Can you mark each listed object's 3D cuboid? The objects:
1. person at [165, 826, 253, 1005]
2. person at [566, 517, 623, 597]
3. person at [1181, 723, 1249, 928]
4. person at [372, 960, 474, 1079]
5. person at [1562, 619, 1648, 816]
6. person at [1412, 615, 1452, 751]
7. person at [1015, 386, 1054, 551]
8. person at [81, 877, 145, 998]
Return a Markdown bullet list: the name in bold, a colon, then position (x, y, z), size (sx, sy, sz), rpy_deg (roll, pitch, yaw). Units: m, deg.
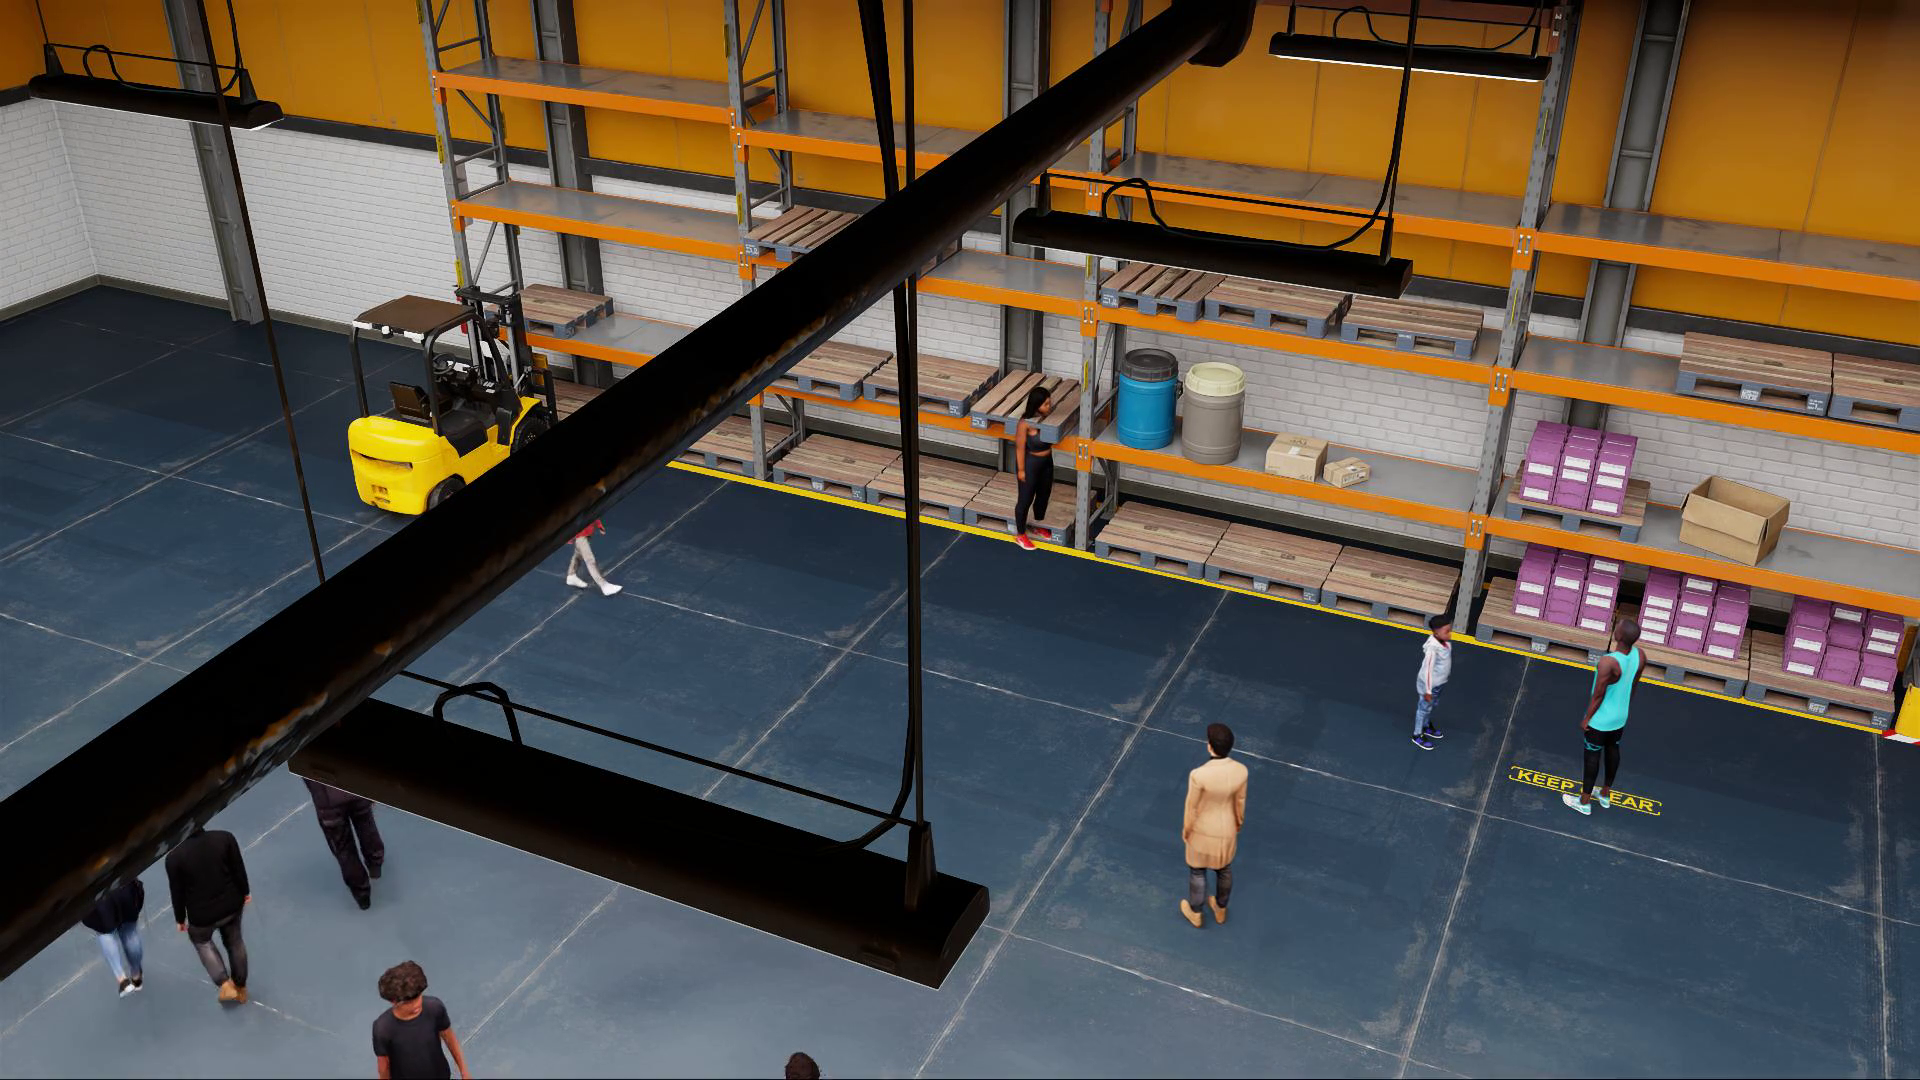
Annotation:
- **person**: position (-5.176, 2.562, 11.572), size (0.785, 1.711, 0.780), rpy_deg (-23, 36, -36)
- **person**: position (-3.875, -0.092, 16.780), size (0.948, 1.383, 0.608), rpy_deg (8, 30, 15)
- **person**: position (1.879, 2.130, 12.353), size (0.748, 1.721, 0.811), rpy_deg (-9, 30, -17)
- **person**: position (-3.363, 3.264, 10.244), size (0.874, 1.750, 1.108), rpy_deg (-24, 37, -37)
- **person**: position (5.284, 1.432, 13.539), size (0.667, 1.811, 0.716), rpy_deg (-11, 31, -20)
- **person**: position (4.129, 1.205, 14.529), size (0.541, 1.261, 0.518), rpy_deg (19, 34, 31)
- **person**: position (0.792, -0.792, 17.612), size (0.743, 1.816, 0.738), rpy_deg (-25, 37, -37)
- **person**: position (-5.928, 2.549, 11.635), size (0.821, 1.674, 0.896), rpy_deg (-16, 33, -27)
